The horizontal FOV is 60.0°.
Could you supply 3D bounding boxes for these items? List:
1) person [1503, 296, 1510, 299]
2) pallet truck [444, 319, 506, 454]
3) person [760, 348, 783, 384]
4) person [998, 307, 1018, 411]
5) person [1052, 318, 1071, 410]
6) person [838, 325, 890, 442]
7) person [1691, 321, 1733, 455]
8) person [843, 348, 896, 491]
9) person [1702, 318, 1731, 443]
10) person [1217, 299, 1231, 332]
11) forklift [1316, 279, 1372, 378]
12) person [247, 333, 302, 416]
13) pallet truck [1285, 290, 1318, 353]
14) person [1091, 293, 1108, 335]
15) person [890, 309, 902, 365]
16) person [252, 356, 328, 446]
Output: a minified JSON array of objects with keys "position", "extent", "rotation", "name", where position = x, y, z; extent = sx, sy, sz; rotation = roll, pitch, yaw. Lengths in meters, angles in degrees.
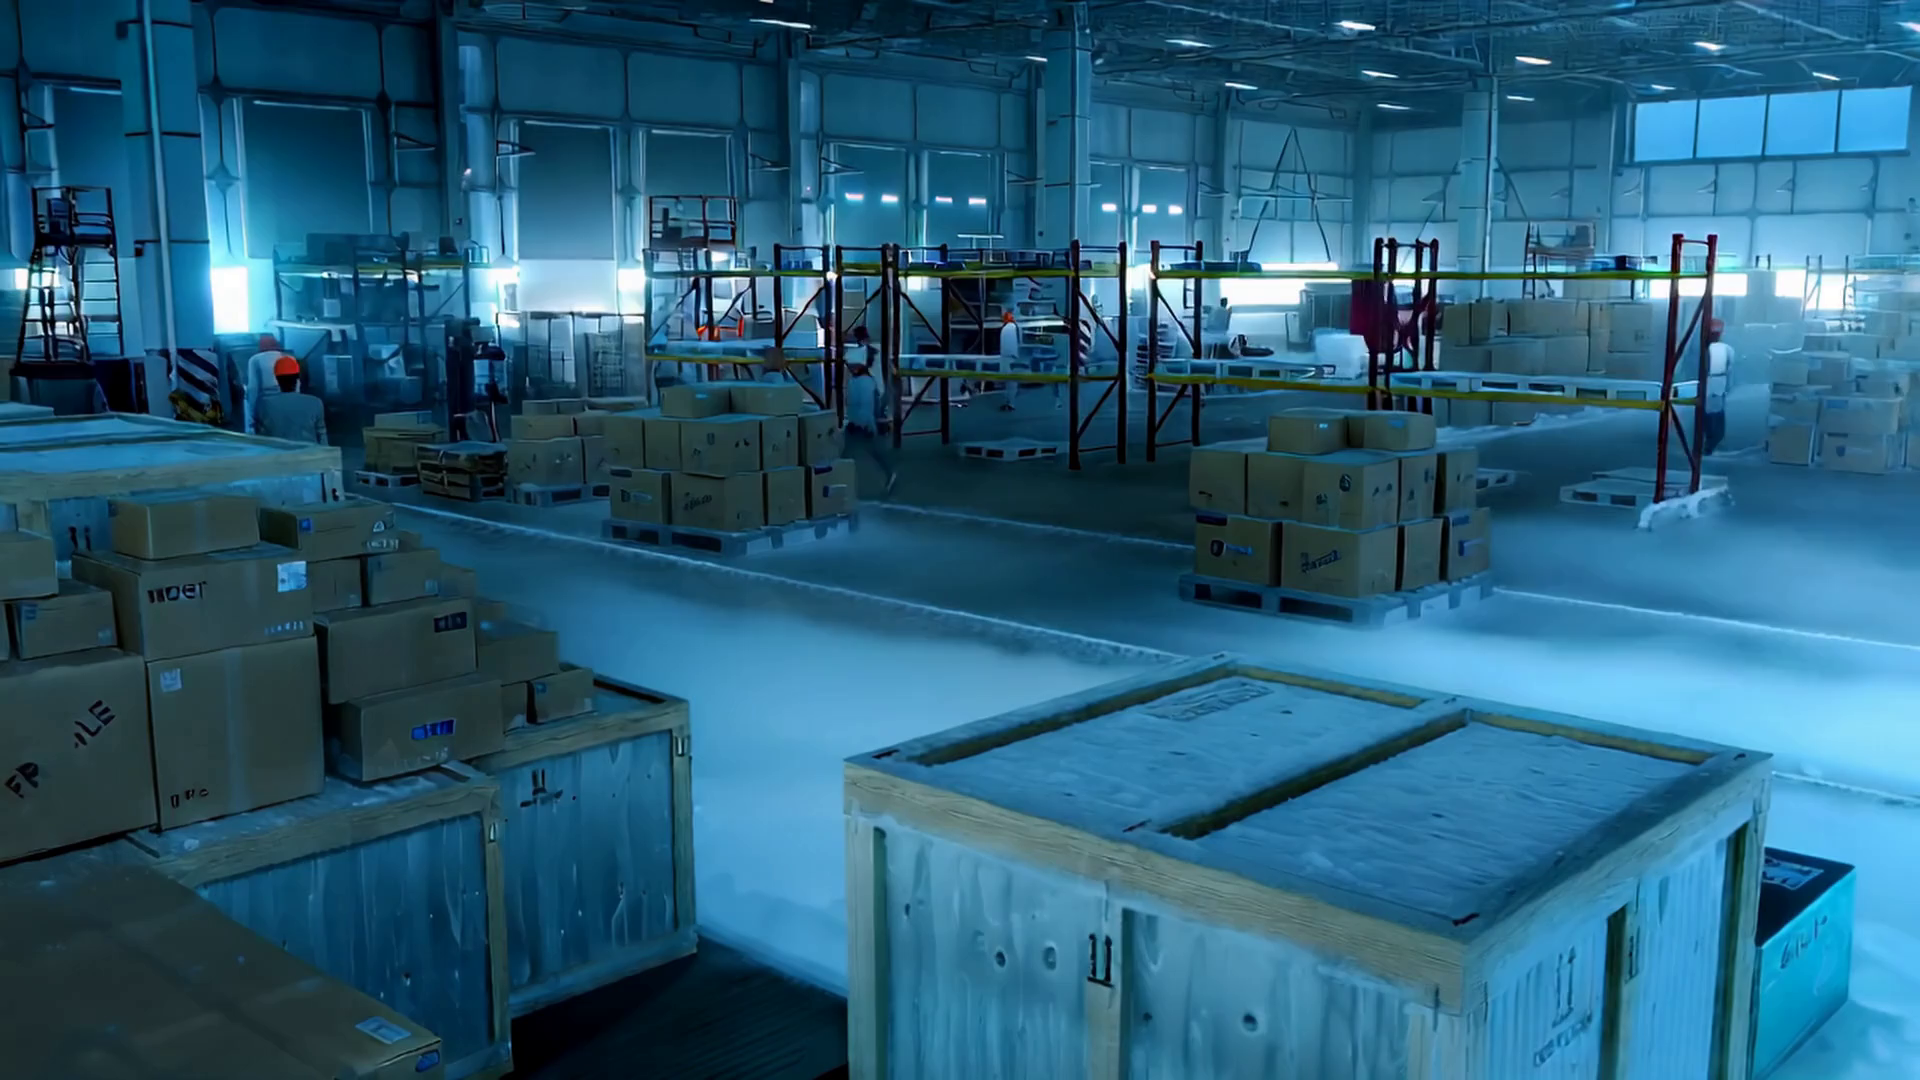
[{"position":[15.626,-6.067,47.780],"extent":[0.355,1.887,0.573],"rotation":[1,9,4],"name":"person"},{"position":[-6.981,-1.942,22.150],"extent":[1.885,1.965,0.823],"rotation":[1,9,9],"name":"pallet truck"},{"position":[-2.287,-1.504,20.385],"extent":[0.320,1.697,0.531],"rotation":[1,9,6],"name":"person"},{"position":[0.898,-3.374,31.111],"extent":[0.372,1.940,0.632],"rotation":[2,9,10],"name":"person"},{"position":[1.973,-3.325,31.433],"extent":[0.485,1.737,0.320],"rotation":[2,9,10],"name":"person"},{"position":[-1.510,-2.392,25.560],"extent":[0.990,1.790,0.522],"rotation":[-3,10,-19],"name":"person"},{"position":[10.691,-2.141,23.627],"extent":[0.543,1.915,0.544],"rotation":[-1,9,-6],"name":"person"},{"position":[-1.128,-1.398,19.603],"extent":[0.796,1.738,0.524],"rotation":[-9,13,-44],"name":"person"},{"position":[11.568,-2.429,25.445],"extent":[0.608,1.905,0.407],"rotation":[-9,13,-44],"name":"person"},{"position":[6.832,-5.348,43.417],"extent":[1.034,1.887,0.650],"rotation":[1,9,5],"name":"person"},{"position":[9.657,-5.290,39.979],"extent":[1.873,2.768,1.129],"rotation":[-1,9,-7],"name":"forklift"},{"position":[-8.790,-1.738,21.376],"extent":[0.634,1.841,0.429],"rotation":[-4,10,-24],"name":"person"},{"position":[11.297,-6.951,52.861],"extent":[1.885,1.965,0.823],"rotation":[-5,11,-29],"name":"pallet truck"},{"position":[4.292,-6.630,51.113],"extent":[0.545,1.929,0.391],"rotation":[-1,9,-5],"name":"person"},{"position":[-1.673,-5.233,43.452],"extent":[0.314,1.631,0.517],"rotation":[3,10,17],"name":"person"},{"position":[-5.719,-0.614,14.265],"extent":[0.594,1.916,0.398],"rotation":[-2,9,-10],"name":"person"}]
